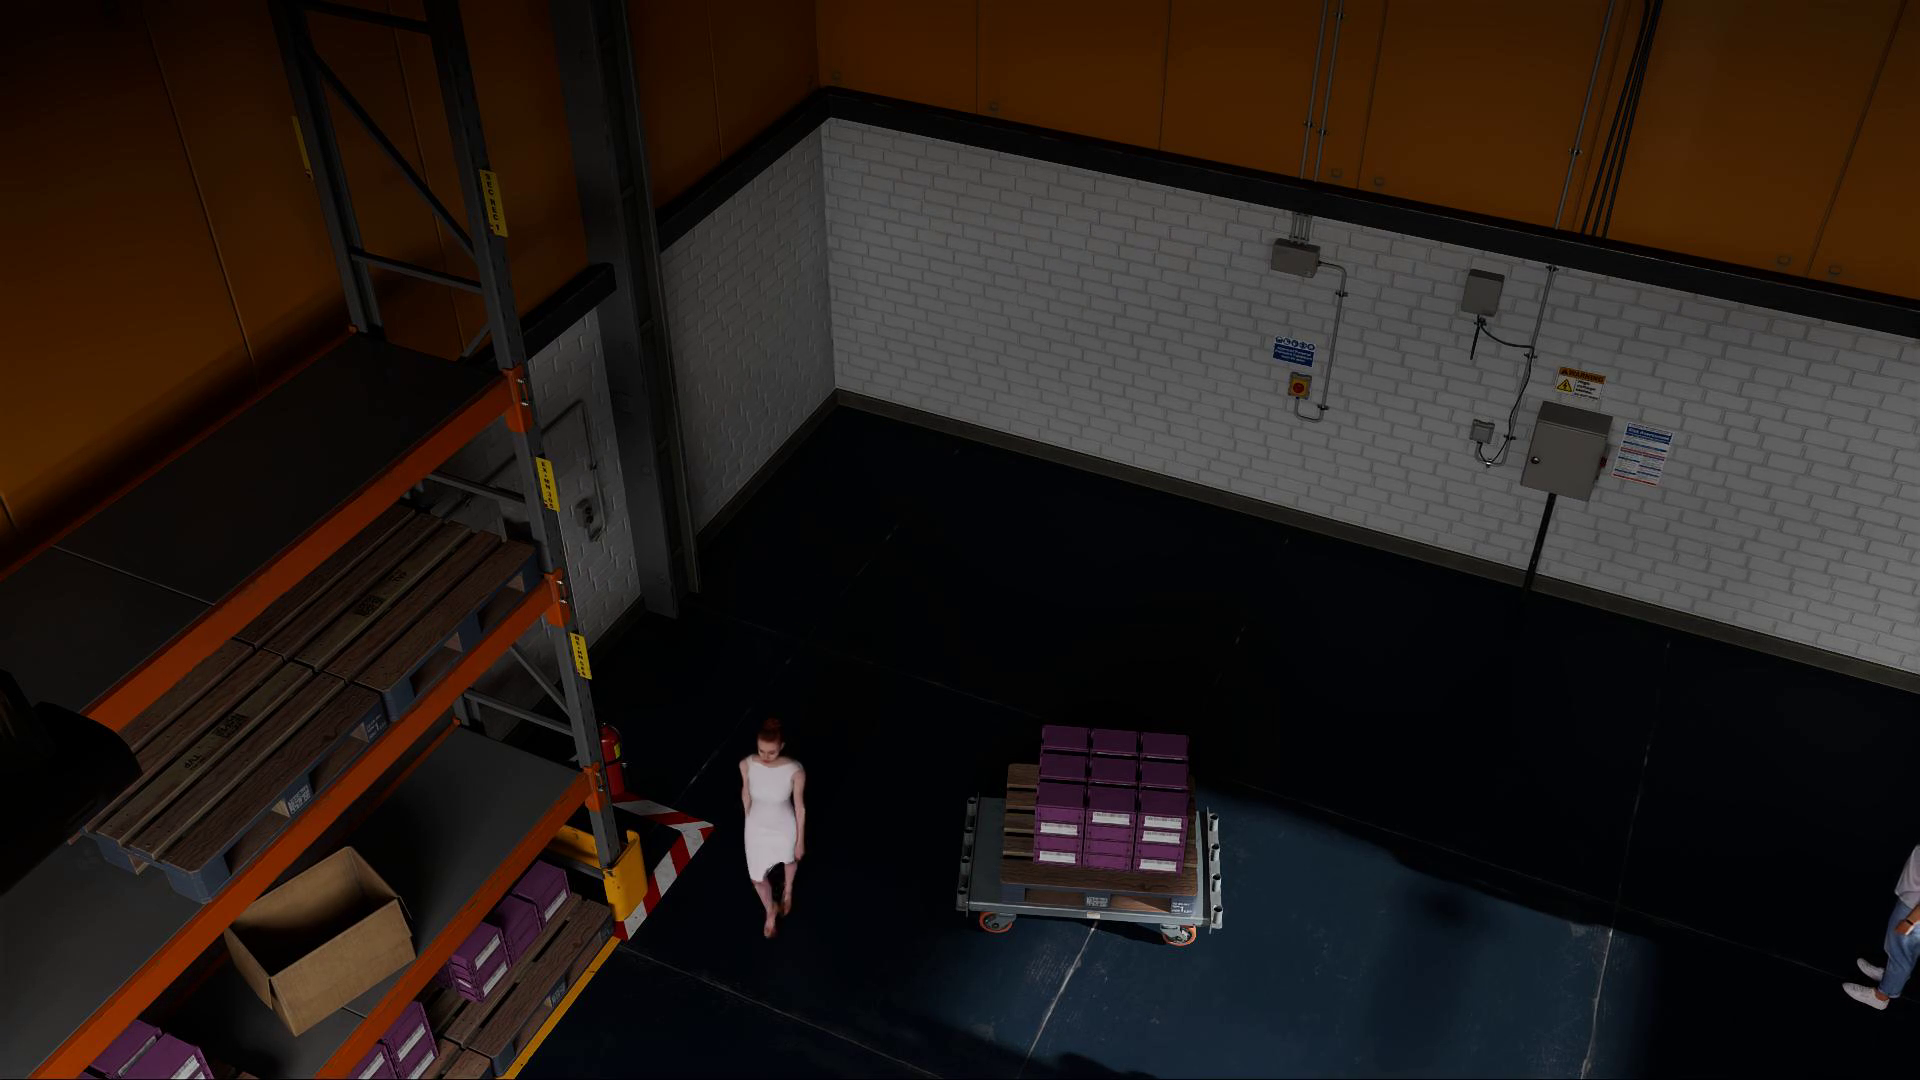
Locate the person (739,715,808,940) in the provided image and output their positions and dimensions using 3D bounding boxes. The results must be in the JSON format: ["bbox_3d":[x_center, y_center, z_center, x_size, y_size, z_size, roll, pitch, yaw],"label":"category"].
[{"bbox_3d":[-1.096,1.683,10.159,0.661,1.780,0.731,6,39,7],"label":"person"}]

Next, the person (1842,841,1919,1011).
[{"bbox_3d":[5.597,2.107,9.675,0.750,1.722,0.585,30,48,32],"label":"person"}]
